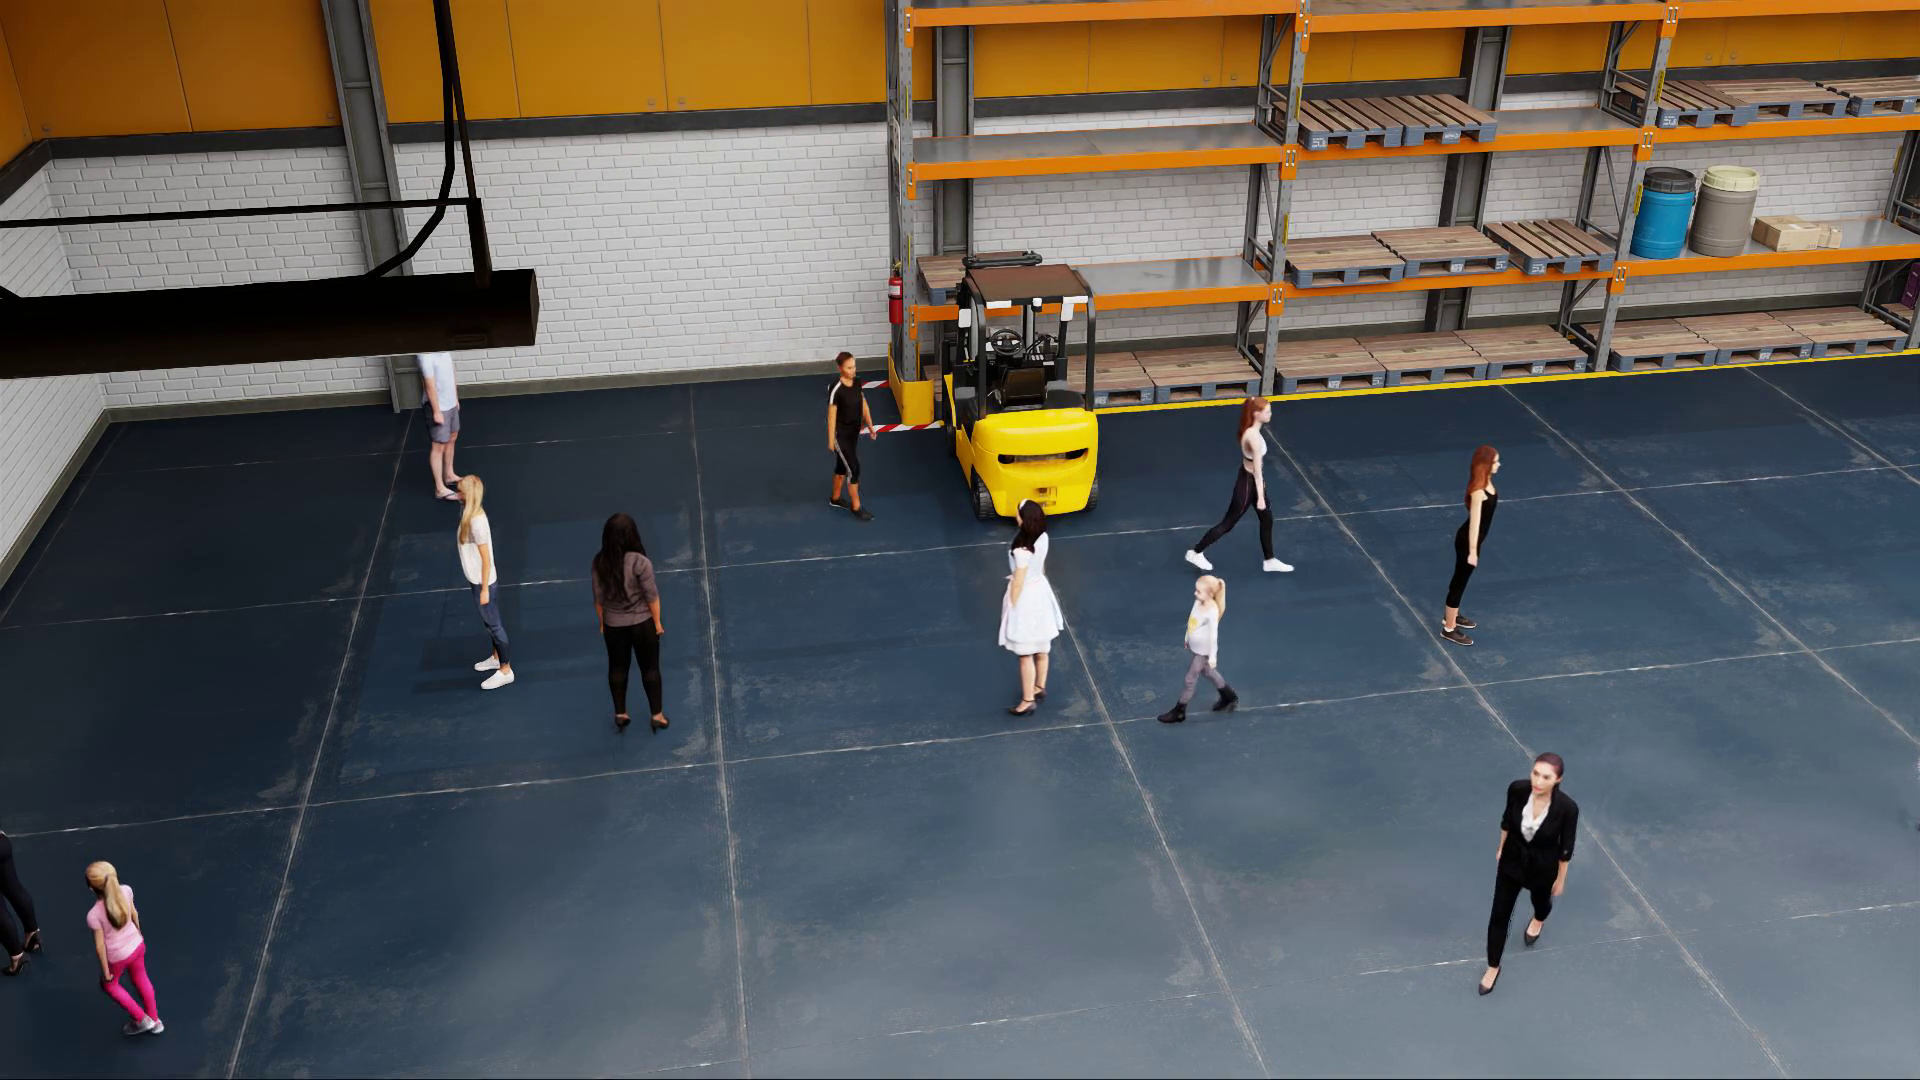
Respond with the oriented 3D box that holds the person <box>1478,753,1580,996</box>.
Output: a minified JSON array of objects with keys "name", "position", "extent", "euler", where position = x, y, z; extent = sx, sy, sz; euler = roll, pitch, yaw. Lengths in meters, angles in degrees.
[{"name":"person","position":[3.546,1.975,10.222],"extent":[1.031,1.622,1.099],"euler":[19,34,31]}]

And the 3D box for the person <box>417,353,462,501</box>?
[{"name":"person","position":[-5.010,-1.293,15.997],"extent":[0.657,1.829,0.703],"euler":[4,29,7]}]

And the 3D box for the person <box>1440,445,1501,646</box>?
[{"name":"person","position":[4.207,0.009,13.718],"extent":[0.673,1.726,0.647],"euler":[11,31,20]}]

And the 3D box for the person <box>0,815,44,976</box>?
[{"name":"person","position":[-5.973,1.936,10.199],"extent":[0.560,1.712,0.615],"euler":[1,29,3]}]

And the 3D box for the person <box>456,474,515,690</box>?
[{"name":"person","position":[-3.747,0.313,13.074],"extent":[0.573,1.808,0.649],"euler":[-12,31,-21]}]

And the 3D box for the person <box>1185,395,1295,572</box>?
[{"name":"person","position":[2.421,-0.437,14.567],"extent":[1.266,1.695,0.863],"euler":[4,29,7]}]

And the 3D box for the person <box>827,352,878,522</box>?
[{"name":"person","position":[-1.145,-1.021,15.691],"extent":[0.930,1.644,0.851],"euler":[15,32,26]}]

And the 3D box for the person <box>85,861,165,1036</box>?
[{"name":"person","position":[-4.883,2.424,9.774],"extent":[0.640,1.264,0.593],"euler":[11,31,20]}]

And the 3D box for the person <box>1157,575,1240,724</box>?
[{"name":"person","position":[1.915,0.820,12.714],"extent":[0.892,1.264,0.509],"euler":[-6,29,-10]}]

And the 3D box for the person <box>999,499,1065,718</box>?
[{"name":"person","position":[0.532,0.522,12.690],"extent":[0.911,1.811,0.858],"euler":[15,32,25]}]

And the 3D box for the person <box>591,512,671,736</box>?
[{"name":"person","position":[-2.474,0.639,12.443],"extent":[0.647,1.840,0.787],"euler":[4,29,8]}]
